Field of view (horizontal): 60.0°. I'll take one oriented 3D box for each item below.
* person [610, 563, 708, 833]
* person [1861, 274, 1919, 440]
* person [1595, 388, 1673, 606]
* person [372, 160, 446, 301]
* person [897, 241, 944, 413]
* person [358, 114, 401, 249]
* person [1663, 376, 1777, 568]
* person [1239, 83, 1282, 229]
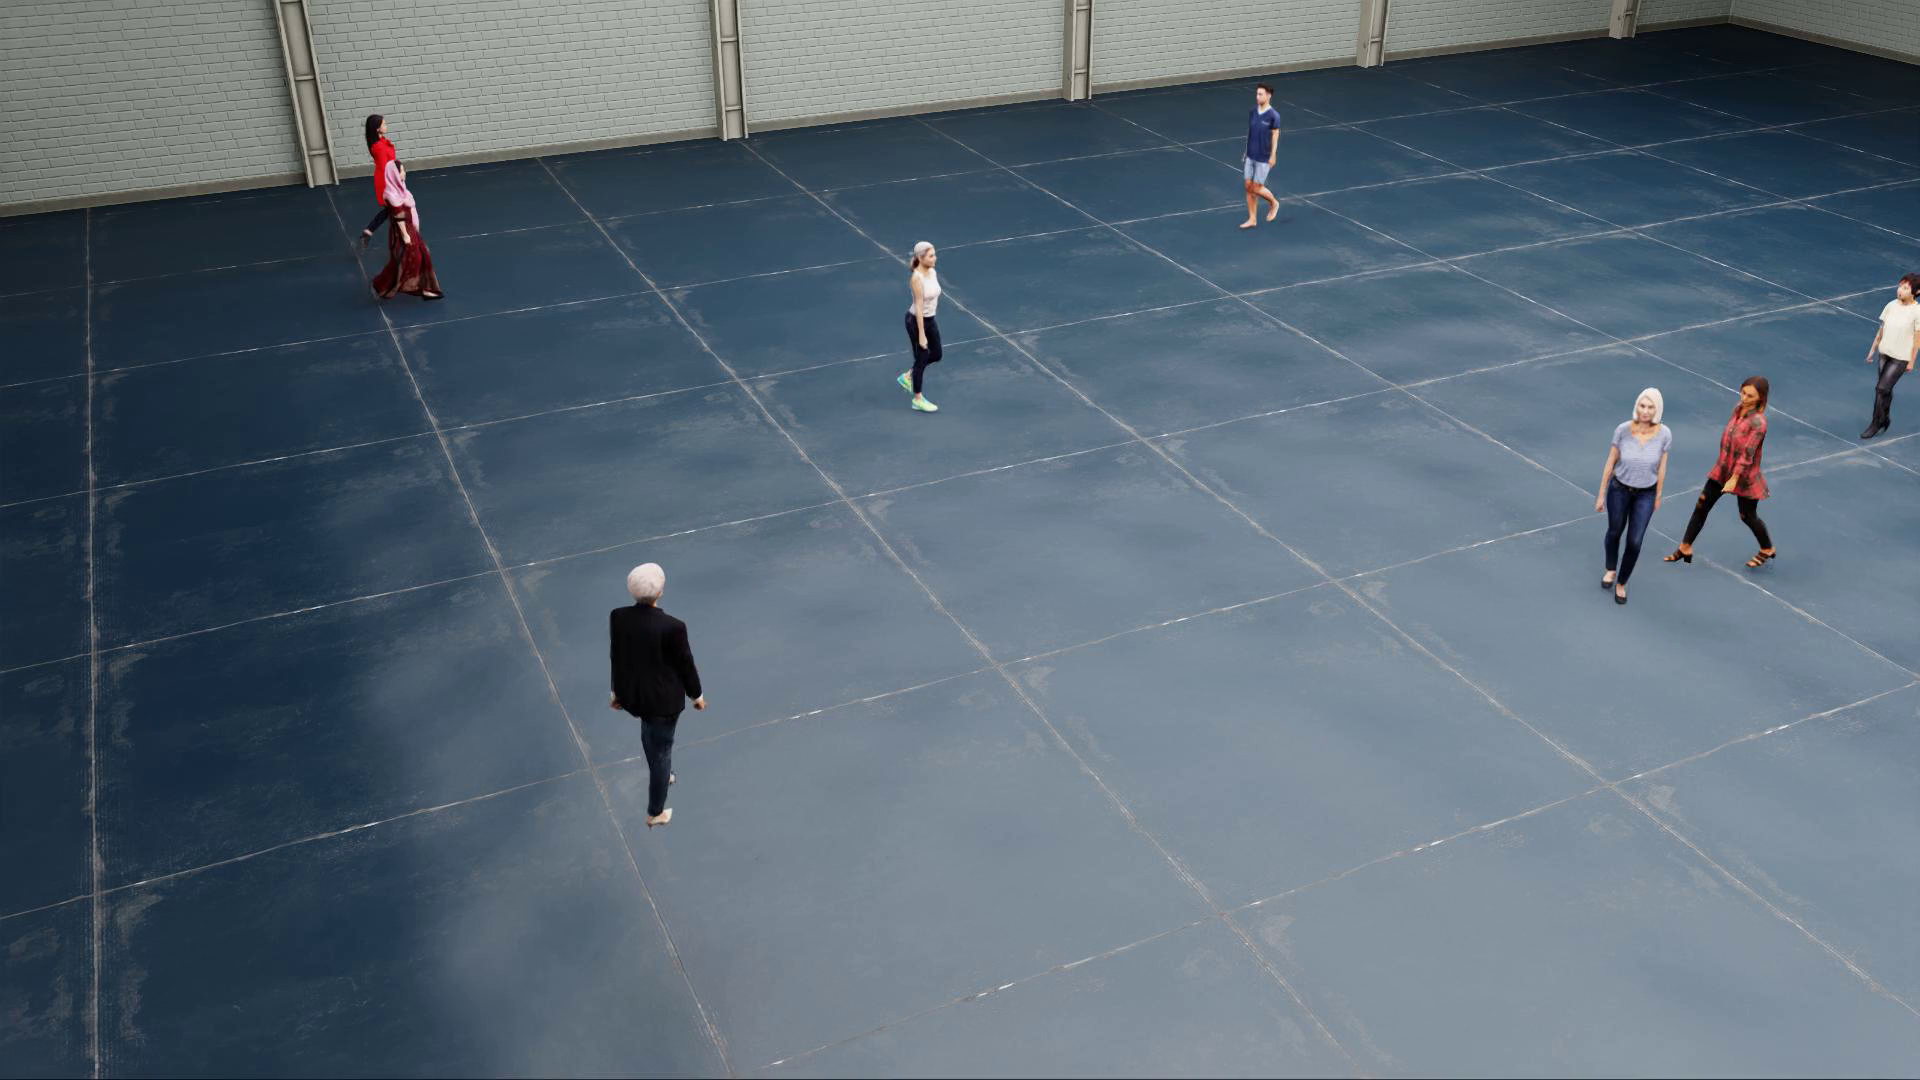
[{"bbox_3d":[-1.827,0.920,9.555,0.963,1.772,0.934,10,30,19],"label":"person"},{"bbox_3d":[8.737,-1.707,15.439,0.668,1.573,0.637,-8,29,-15],"label":"person"},{"bbox_3d":[5.195,-0.400,12.844,0.827,1.706,0.897,12,30,22],"label":"person"},{"bbox_3d":[-6.306,-3.425,18.624,1.128,1.612,0.933,0,28,1],"label":"person"},{"bbox_3d":[-0.454,-2.053,15.966,0.839,1.689,0.785,13,31,22],"label":"person"},{"bbox_3d":[-6.981,-4.257,20.059,0.919,1.732,0.645,-14,31,-25],"label":"person"},{"bbox_3d":[6.191,-0.487,13.058,1.160,1.658,0.852,-3,28,-5],"label":"person"},{"bbox_3d":[3.856,-4.883,21.124,0.845,1.836,0.684,-18,33,-30],"label":"person"}]
